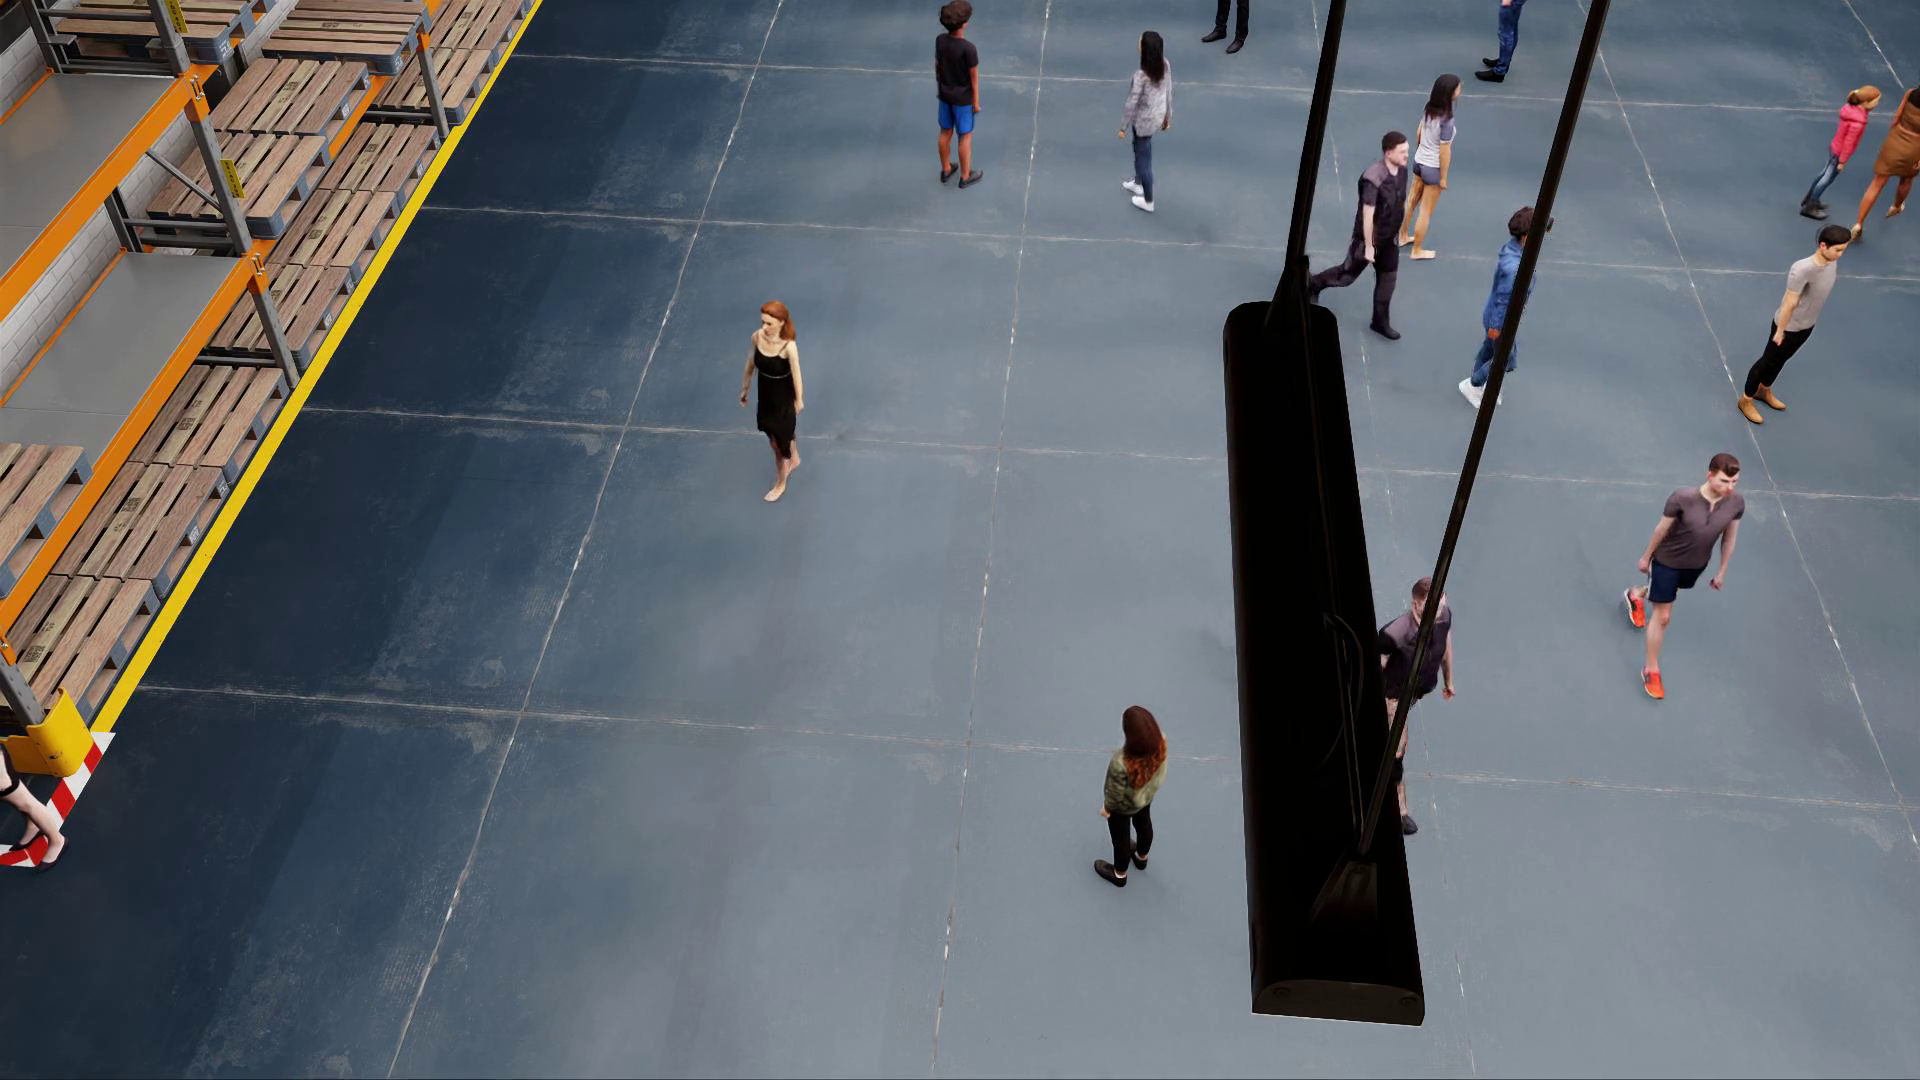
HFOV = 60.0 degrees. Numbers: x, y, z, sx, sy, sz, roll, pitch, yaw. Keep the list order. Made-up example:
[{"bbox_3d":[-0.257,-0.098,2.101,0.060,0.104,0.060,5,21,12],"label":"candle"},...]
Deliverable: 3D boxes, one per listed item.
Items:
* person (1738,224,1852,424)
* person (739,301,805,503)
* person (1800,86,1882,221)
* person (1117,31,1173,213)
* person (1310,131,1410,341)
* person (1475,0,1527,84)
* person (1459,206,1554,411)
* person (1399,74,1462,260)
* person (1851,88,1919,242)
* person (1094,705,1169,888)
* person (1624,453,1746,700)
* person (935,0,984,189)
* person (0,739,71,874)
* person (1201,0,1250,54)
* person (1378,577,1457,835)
[{"bbox_3d":[6.467,-1.710,12.891,0.686,1.712,0.719,-23,48,-23],"label":"person"},{"bbox_3d":[-1.304,-1.120,12.348,0.778,1.608,0.871,27,50,26],"label":"person"},{"bbox_3d":[7.961,-3.532,15.096,0.614,1.310,0.489,13,45,13],"label":"person"},{"bbox_3d":[1.751,-3.740,15.017,0.826,1.719,0.887,-33,53,-30],"label":"person"},{"bbox_3d":[3.320,-2.527,13.673,1.184,1.817,1.230,-31,52,-29],"label":"person"},{"bbox_3d":[5.626,-5.564,16.805,0.809,1.894,0.654,20,47,20],"label":"person"},{"bbox_3d":[4.153,-1.797,12.920,0.854,1.798,0.731,23,48,22],"label":"person"},{"bbox_3d":[4.104,-3.266,14.509,0.713,1.734,0.581,-13,45,-14],"label":"person"},{"bbox_3d":[8.295,-3.395,14.713,1.099,1.639,1.010,-32,52,-29],"label":"person"},{"bbox_3d":[1.008,1.487,9.707,0.650,1.477,0.709,-30,51,-28],"label":"person"},{"bbox_3d":[4.715,0.079,10.945,0.739,1.808,1.206,-2,44,-2],"label":"person"},{"bbox_3d":[-0.038,-4.119,15.360,0.696,1.796,0.698,24,49,23],"label":"person"},{"bbox_3d":[-5.657,1.264,9.684,0.652,1.831,0.678,31,52,28],"label":"person"},{"bbox_3d":[2.894,-6.043,17.346,0.851,1.842,0.797,-31,52,-29],"label":"person"},{"bbox_3d":[2.626,0.828,10.162,1.067,1.803,1.182,-24,49,-23],"label":"person"}]
